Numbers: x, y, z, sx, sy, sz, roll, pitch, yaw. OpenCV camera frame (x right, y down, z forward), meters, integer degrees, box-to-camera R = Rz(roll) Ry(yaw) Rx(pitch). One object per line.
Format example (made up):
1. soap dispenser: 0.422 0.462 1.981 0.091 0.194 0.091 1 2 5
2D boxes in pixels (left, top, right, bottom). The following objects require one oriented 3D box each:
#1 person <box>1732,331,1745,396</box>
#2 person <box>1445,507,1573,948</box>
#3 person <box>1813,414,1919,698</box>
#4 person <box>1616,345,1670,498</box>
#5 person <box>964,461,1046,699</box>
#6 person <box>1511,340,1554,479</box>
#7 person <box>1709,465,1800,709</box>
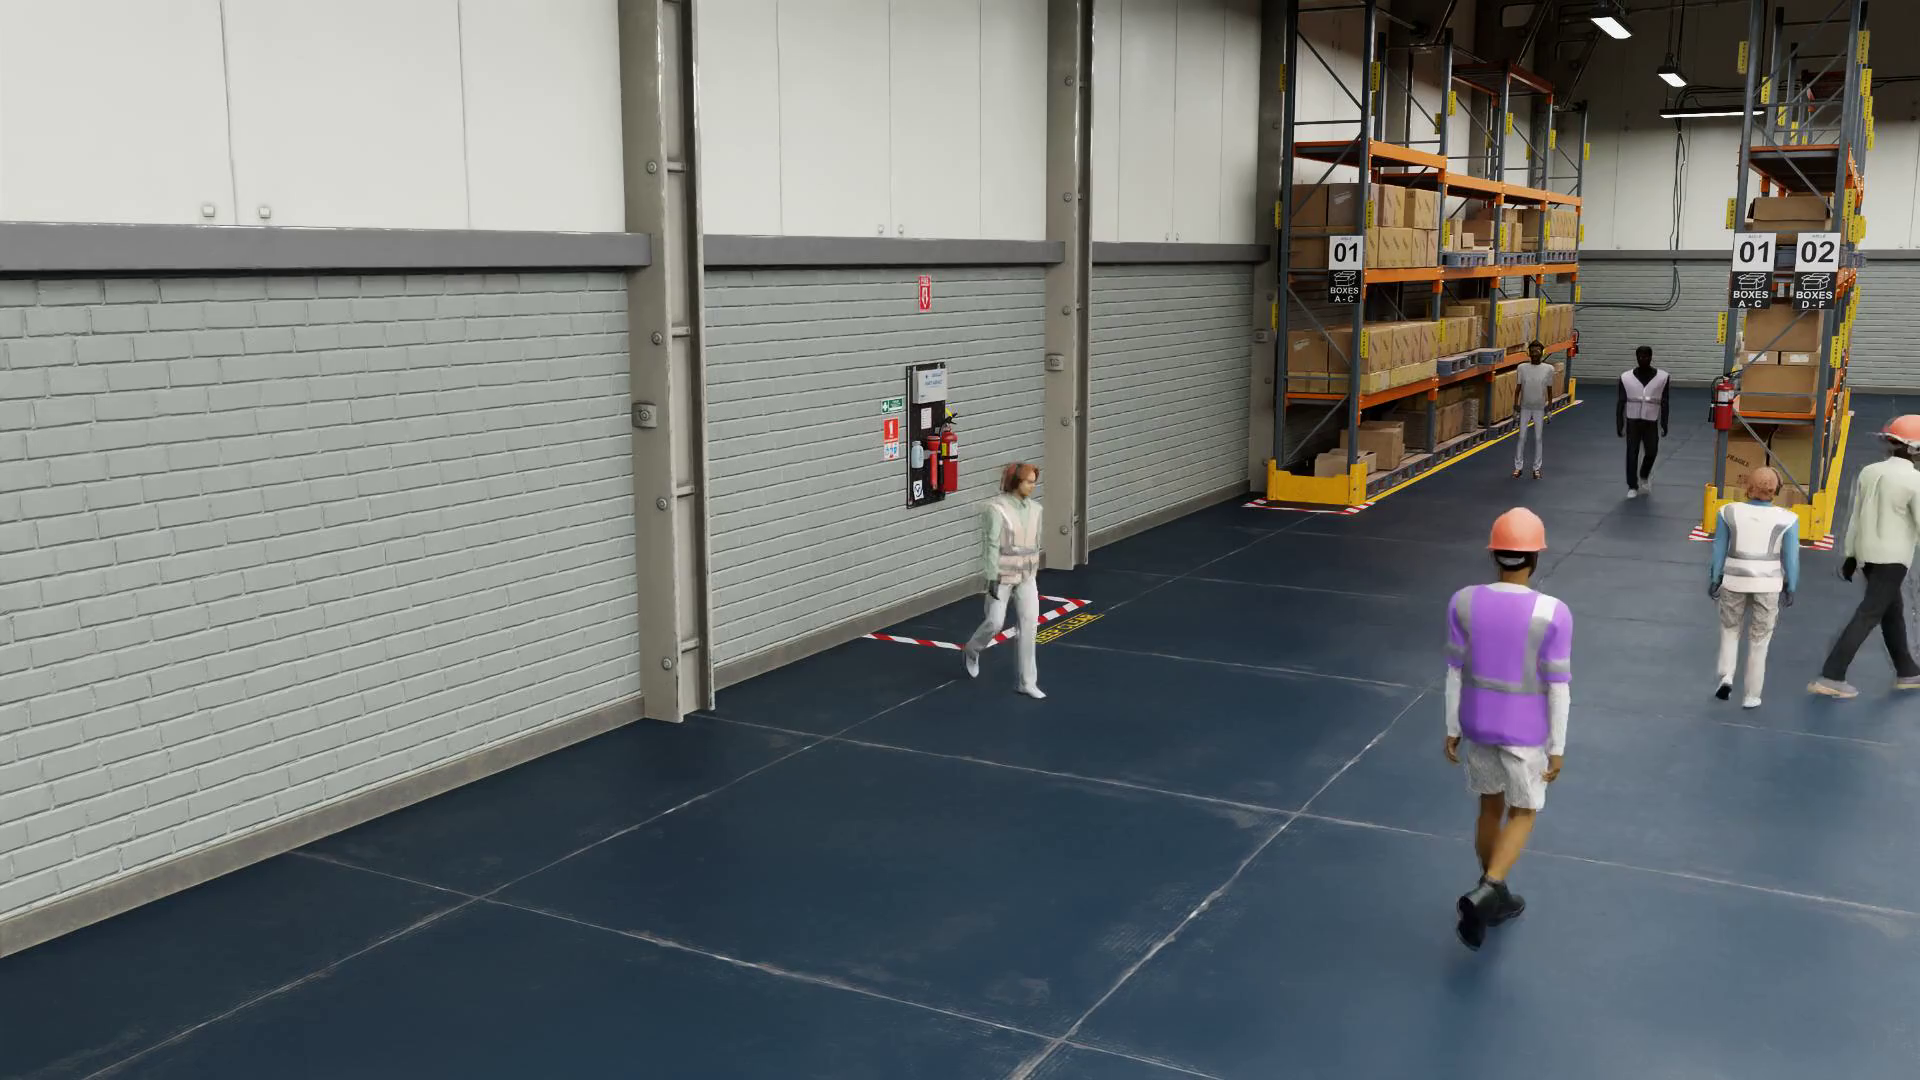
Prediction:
1. person: 13.987 -3.027 29.476 0.617 2.007 0.610 7 12 35
2. person: 2.342 0.819 7.220 0.549 1.918 0.758 8 12 39
3. person: 6.290 0.116 11.286 1.037 1.941 0.640 -1 10 -8
4. person: 8.472 -1.472 20.671 0.614 1.900 0.470 4 10 20
5. person: 0.323 0.250 11.436 0.517 1.606 0.734 -7 12 -34
6. person: 7.708 -1.751 22.394 0.511 1.872 0.329 4 10 22
7. person: 5.253 0.315 11.007 0.536 1.624 0.366 7 12 34
